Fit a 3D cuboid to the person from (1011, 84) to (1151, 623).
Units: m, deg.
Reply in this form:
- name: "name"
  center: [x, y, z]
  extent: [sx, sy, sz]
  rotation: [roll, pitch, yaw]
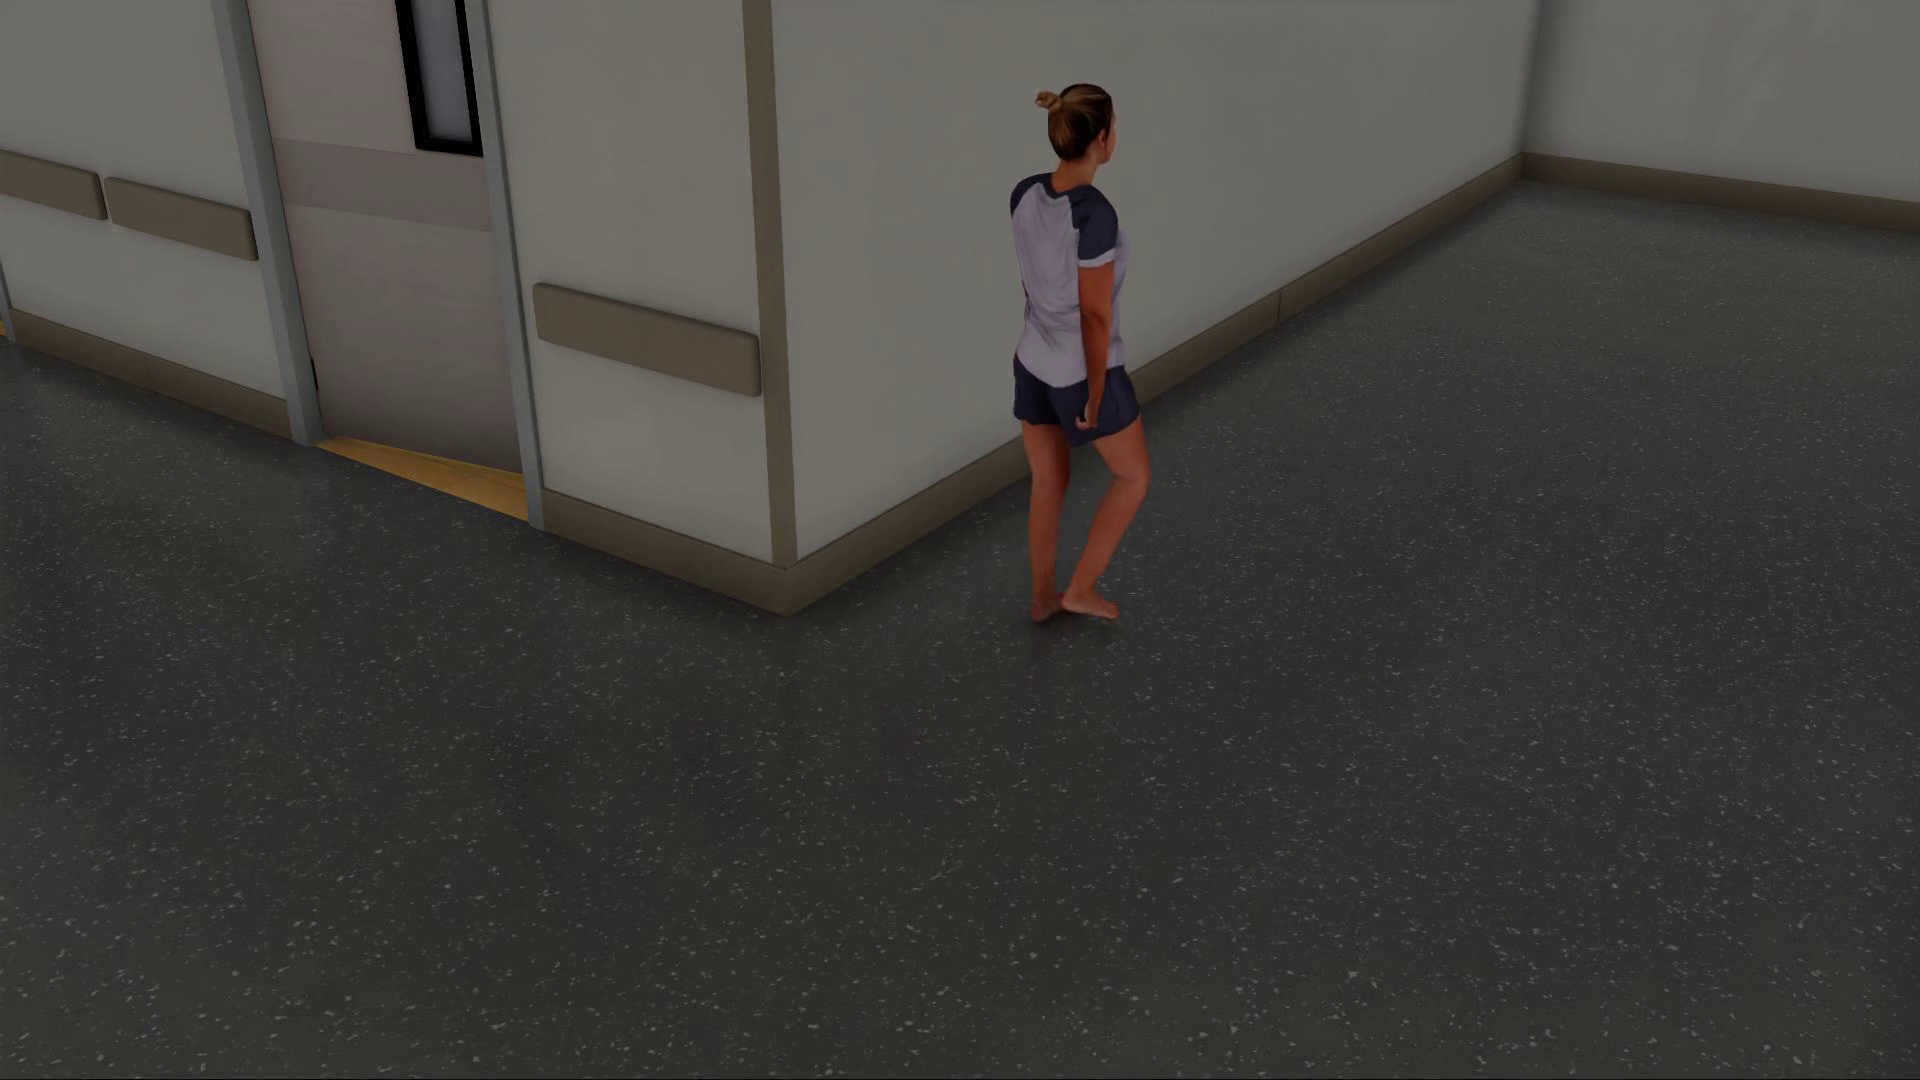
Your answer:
- name: "person"
  center: [0.260, -0.467, 4.782]
  extent: [0.623, 1.611, 0.613]
  rotation: [-21, 33, -36]
